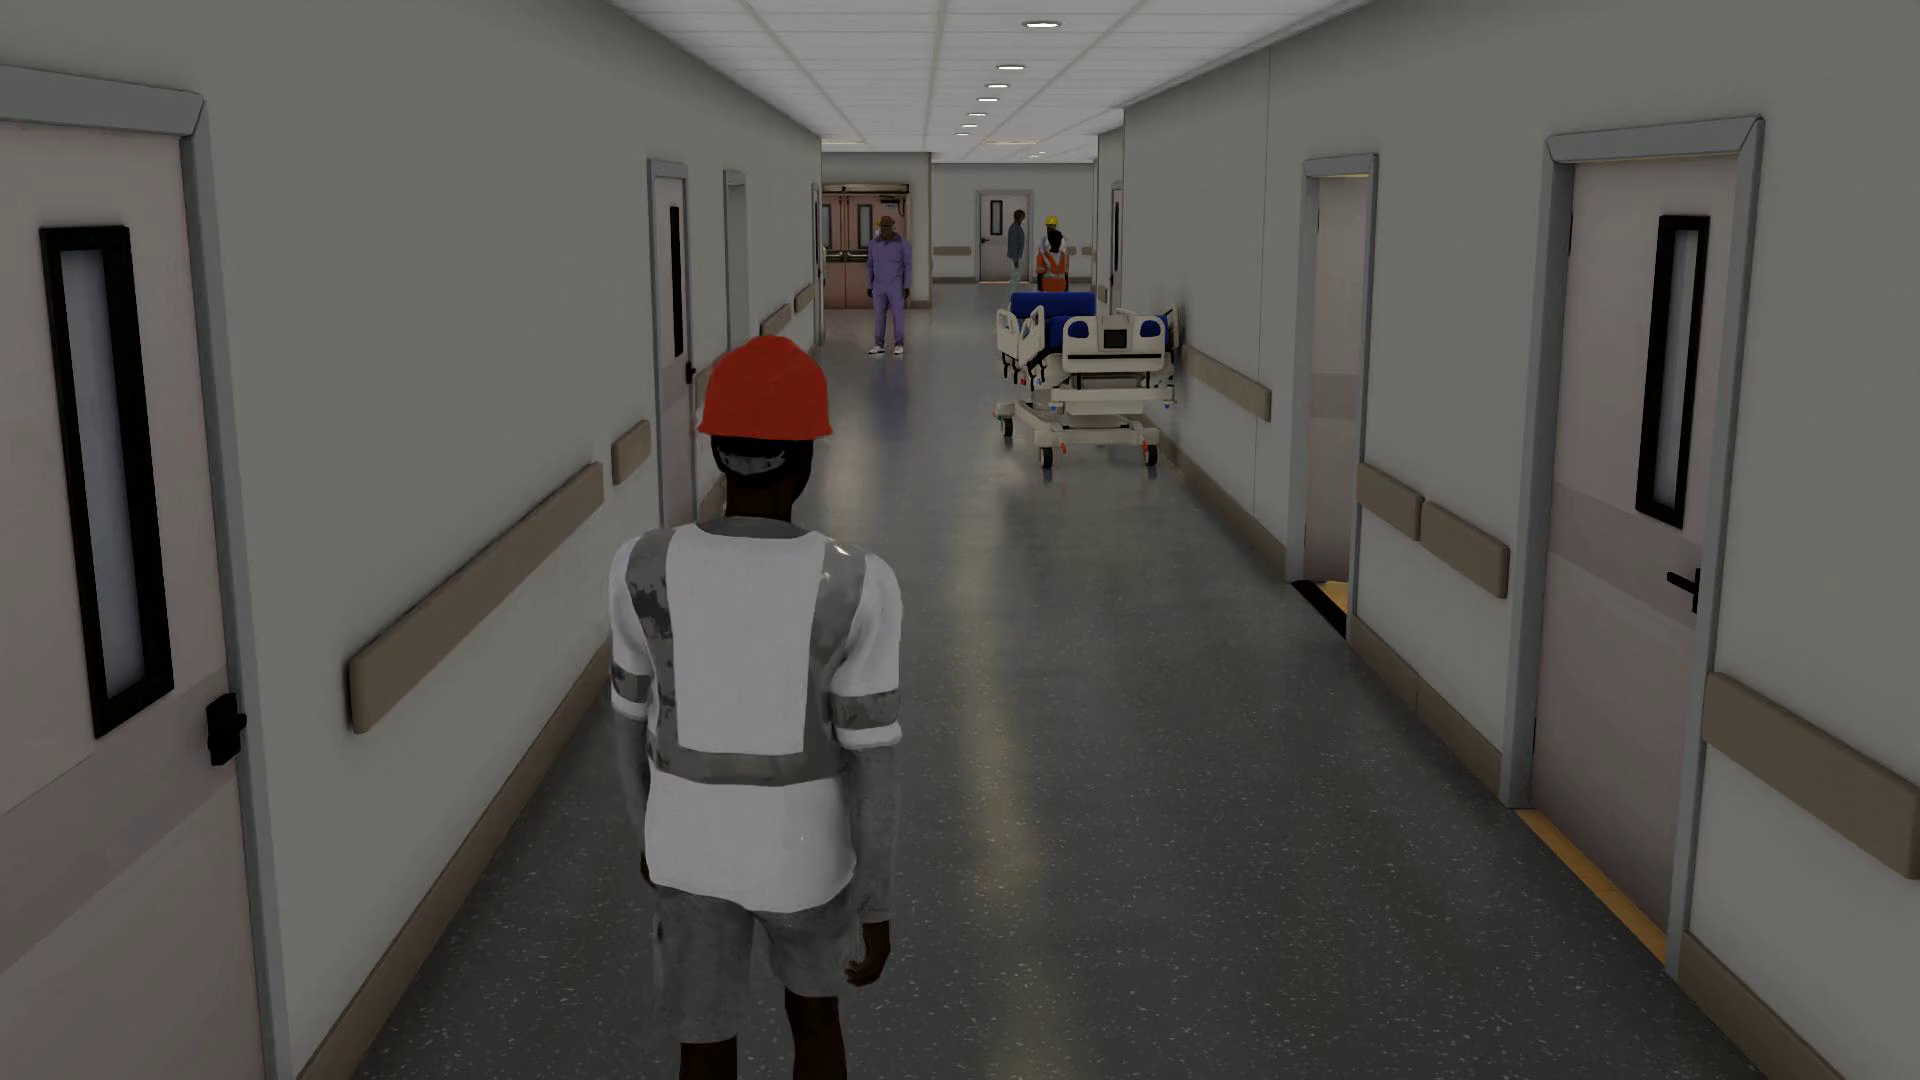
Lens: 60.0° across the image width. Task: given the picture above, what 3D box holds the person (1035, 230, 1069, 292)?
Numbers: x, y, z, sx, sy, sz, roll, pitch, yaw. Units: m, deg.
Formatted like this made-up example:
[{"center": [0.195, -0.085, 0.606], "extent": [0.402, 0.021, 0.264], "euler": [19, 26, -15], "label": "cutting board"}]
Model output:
[{"center": [1.323, -3.523, 23.530], "extent": [0.580, 1.694, 0.326], "euler": [-5, 13, -25], "label": "person"}]

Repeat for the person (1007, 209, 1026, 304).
[{"center": [1.116, -5.516, 32.660], "extent": [0.384, 1.930, 0.634], "euler": [2, 12, 9], "label": "person"}]

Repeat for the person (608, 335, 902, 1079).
[{"center": [-0.377, 0.575, 3.080], "extent": [0.549, 1.896, 0.972], "euler": [0, 12, 2], "label": "person"}]

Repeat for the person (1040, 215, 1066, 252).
[{"center": [1.605, -4.805, 29.409], "extent": [0.404, 1.835, 0.597], "euler": [-9, 15, -38], "label": "person"}]

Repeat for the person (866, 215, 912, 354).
[{"center": [-0.994, -3.509, 22.929], "extent": [0.651, 1.904, 0.402], "euler": [4, 12, 18], "label": "person"}]
